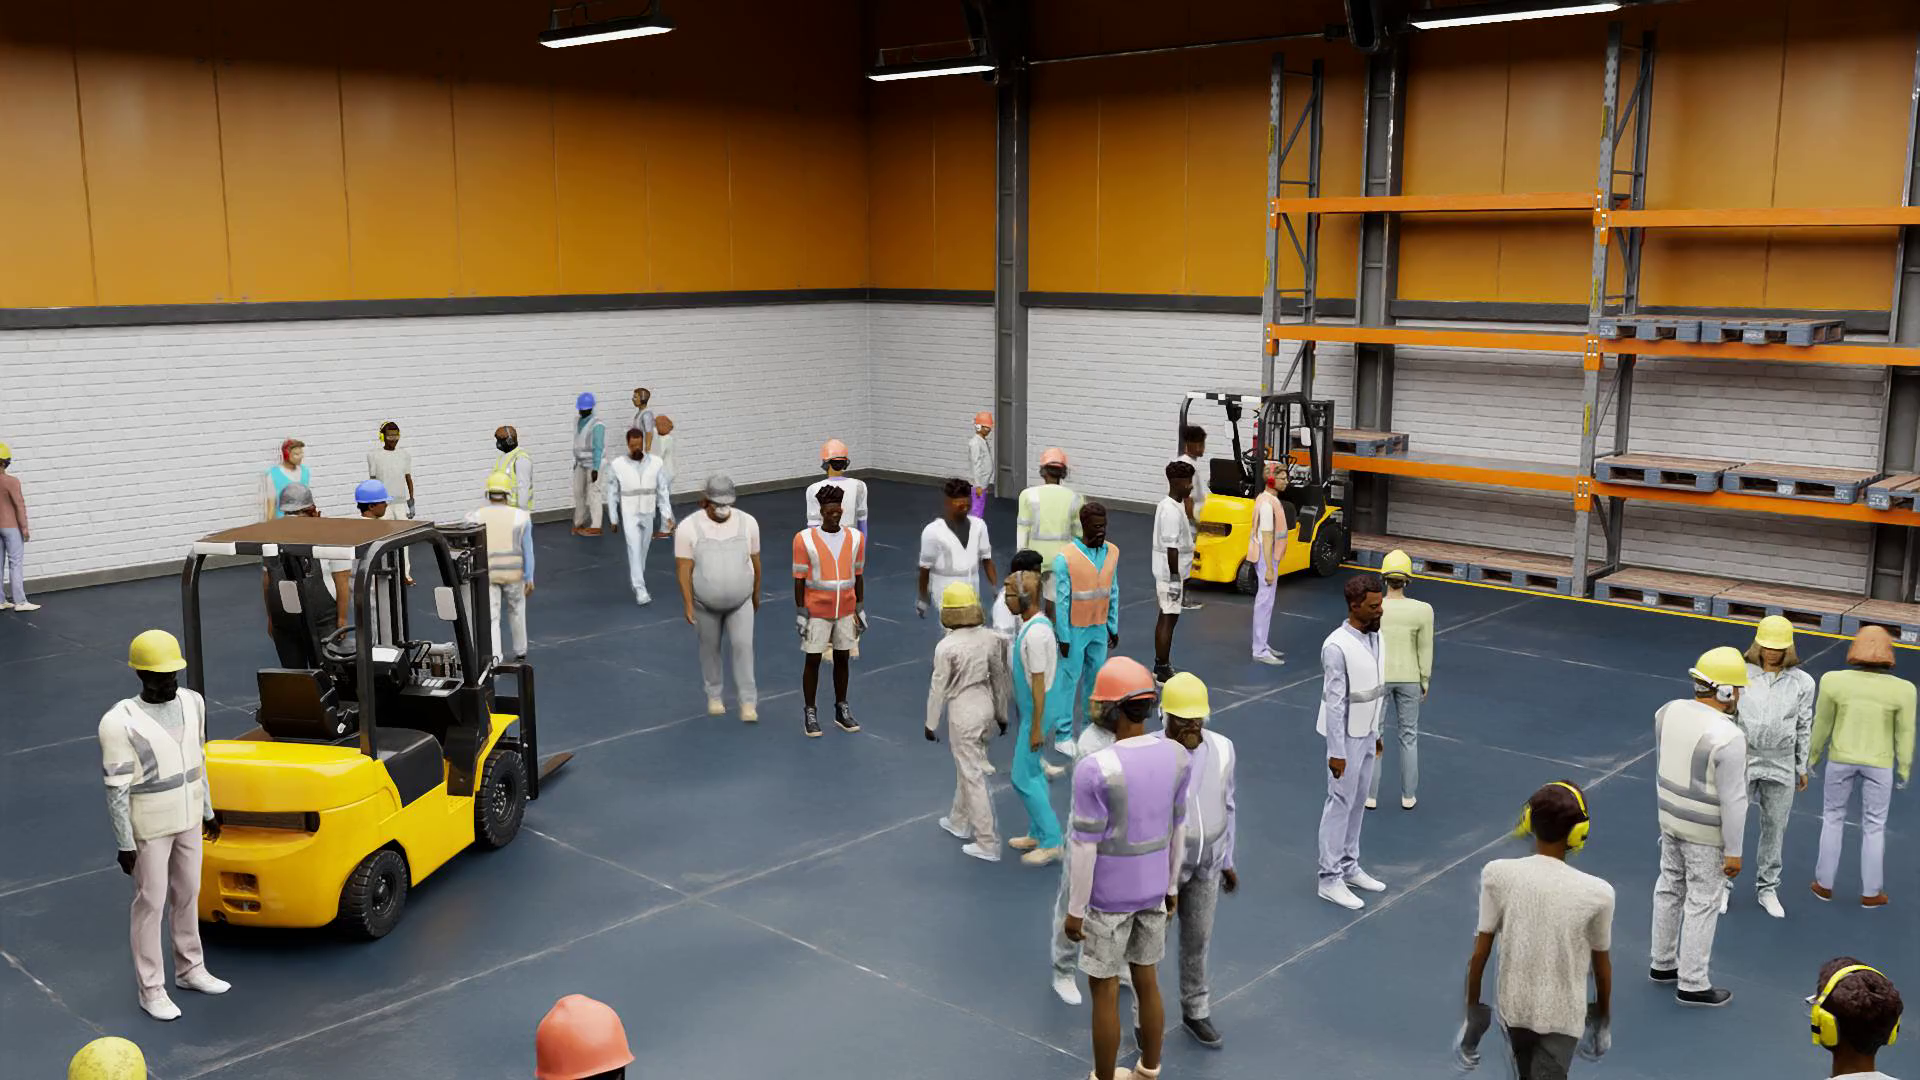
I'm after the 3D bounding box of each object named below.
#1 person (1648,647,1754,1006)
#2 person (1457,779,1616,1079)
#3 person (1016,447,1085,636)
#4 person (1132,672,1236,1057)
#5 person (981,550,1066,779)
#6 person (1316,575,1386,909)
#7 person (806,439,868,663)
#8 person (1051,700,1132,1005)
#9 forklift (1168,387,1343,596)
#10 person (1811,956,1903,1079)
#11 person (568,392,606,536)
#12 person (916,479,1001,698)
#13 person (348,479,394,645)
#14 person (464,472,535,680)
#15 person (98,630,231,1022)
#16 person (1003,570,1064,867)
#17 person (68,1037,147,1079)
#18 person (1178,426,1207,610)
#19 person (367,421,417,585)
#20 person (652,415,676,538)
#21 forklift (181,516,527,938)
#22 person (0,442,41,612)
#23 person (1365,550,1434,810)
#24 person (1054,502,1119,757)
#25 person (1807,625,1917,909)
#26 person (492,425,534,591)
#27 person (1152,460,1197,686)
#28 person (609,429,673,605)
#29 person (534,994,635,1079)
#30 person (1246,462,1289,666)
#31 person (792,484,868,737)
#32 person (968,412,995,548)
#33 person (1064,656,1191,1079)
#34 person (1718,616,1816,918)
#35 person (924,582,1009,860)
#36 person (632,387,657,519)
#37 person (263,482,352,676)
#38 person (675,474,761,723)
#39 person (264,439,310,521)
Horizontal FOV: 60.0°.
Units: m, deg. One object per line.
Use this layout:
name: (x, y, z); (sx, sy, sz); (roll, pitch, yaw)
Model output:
person: (3.695, 1.423, 8.289); (0.403, 1.818, 0.601); (-2, 10, -13)
person: (2.147, 1.794, 6.215); (0.485, 1.815, 1.008); (10, 14, 44)
person: (0.774, 0.189, 14.741); (0.641, 2.011, 0.582); (-2, 10, -10)
person: (1.029, 1.504, 7.777); (0.600, 1.830, 0.404); (-4, 11, -19)
person: (0.407, 0.885, 11.780); (0.795, 1.643, 0.593); (7, 12, 33)
person: (2.265, 1.138, 9.610); (0.380, 1.918, 0.596); (7, 12, 36)
person: (-1.135, 0.102, 15.160); (0.612, 2.043, 0.374); (-6, 12, -32)
person: (0.716, 1.467, 8.321); (0.498, 1.718, 0.486); (8, 13, 37)
forklift: (3.298, -0.608, 18.767); (1.214, 2.155, 2.313); (9, 13, 42)
person: (2.391, 2.055, 4.568); (0.512, 1.861, 0.325); (-2, 10, -11)
person: (-4.866, -0.979, 21.720); (0.643, 1.925, 0.455); (9, 14, 42)
person: (0.013, 0.438, 13.635); (0.624, 1.897, 1.056); (-8, 13, -37)
person: (-4.663, 0.484, 13.255); (0.386, 1.948, 0.601); (-7, 12, -35)
person: (-4.095, 0.293, 14.795); (0.614, 1.789, 0.898); (-2, 10, -13)
person: (-3.908, 1.380, 8.207); (0.368, 1.925, 0.594); (4, 11, 21)
person: (0.442, 1.083, 10.216); (0.362, 1.820, 0.542); (0, 10, 1)
person: (-2.190, 2.142, 4.395); (0.489, 1.744, 0.295); (-8, 13, -37)
person: (2.387, -0.242, 17.473); (0.383, 1.937, 0.762); (1, 10, 3)
person: (-6.319, -0.394, 18.518); (0.510, 1.860, 0.333); (-7, 12, -36)
person: (-3.912, -0.824, 21.631); (0.414, 1.625, 0.509); (-1, 10, -3)
forklift: (-3.583, 0.976, 9.748); (1.214, 2.155, 2.313); (2, 10, 11)
person: (-9.887, -0.130, 17.257); (0.533, 1.771, 0.305); (3, 10, 16)
person: (2.894, 0.943, 11.159); (0.527, 1.768, 0.313); (1, 10, 4)
person: (0.936, 0.654, 12.413); (0.587, 1.910, 0.396); (-8, 13, -38)
person: (5.171, 1.296, 9.570); (0.521, 1.622, 0.315); (6, 11, 30)
person: (-4.938, -0.353, 18.367); (0.429, 1.831, 0.634); (-8, 13, -38)
person: (1.840, 0.280, 14.363); (0.361, 1.962, 0.612); (0, 10, 3)
person: (-3.435, -0.269, 17.800); (0.599, 1.865, 0.999); (-6, 11, -29)
person: (-0.907, 2.082, 4.214); (0.543, 1.928, 0.373); (-8, 13, -37)
person: (2.795, 0.205, 15.131); (0.375, 1.843, 0.575); (2, 10, 11)
person: (-1.006, 0.535, 12.905); (0.601, 1.967, 0.369); (-5, 11, -26)
person: (0.273, -0.719, 20.680); (0.337, 1.743, 0.560); (1, 10, 8)
person: (0.699, 1.506, 7.211); (0.607, 2.033, 0.408); (-7, 12, -35)
person: (4.519, 1.271, 9.362); (0.492, 1.740, 0.325); (2, 10, 13)
person: (-0.014, 1.101, 10.401); (0.508, 1.708, 0.781); (-9, 13, -41)
person: (-4.407, -1.201, 23.137); (0.345, 1.847, 0.507); (-4, 11, -21)
person: (-4.963, 0.557, 12.575); (0.681, 2.000, 0.535); (1, 10, 5)
person: (-1.895, 0.444, 13.217); (0.694, 2.000, 0.887); (-2, 10, -14)
person: (-6.983, -0.150, 17.232); (0.498, 1.819, 0.610); (4, 11, 23)
